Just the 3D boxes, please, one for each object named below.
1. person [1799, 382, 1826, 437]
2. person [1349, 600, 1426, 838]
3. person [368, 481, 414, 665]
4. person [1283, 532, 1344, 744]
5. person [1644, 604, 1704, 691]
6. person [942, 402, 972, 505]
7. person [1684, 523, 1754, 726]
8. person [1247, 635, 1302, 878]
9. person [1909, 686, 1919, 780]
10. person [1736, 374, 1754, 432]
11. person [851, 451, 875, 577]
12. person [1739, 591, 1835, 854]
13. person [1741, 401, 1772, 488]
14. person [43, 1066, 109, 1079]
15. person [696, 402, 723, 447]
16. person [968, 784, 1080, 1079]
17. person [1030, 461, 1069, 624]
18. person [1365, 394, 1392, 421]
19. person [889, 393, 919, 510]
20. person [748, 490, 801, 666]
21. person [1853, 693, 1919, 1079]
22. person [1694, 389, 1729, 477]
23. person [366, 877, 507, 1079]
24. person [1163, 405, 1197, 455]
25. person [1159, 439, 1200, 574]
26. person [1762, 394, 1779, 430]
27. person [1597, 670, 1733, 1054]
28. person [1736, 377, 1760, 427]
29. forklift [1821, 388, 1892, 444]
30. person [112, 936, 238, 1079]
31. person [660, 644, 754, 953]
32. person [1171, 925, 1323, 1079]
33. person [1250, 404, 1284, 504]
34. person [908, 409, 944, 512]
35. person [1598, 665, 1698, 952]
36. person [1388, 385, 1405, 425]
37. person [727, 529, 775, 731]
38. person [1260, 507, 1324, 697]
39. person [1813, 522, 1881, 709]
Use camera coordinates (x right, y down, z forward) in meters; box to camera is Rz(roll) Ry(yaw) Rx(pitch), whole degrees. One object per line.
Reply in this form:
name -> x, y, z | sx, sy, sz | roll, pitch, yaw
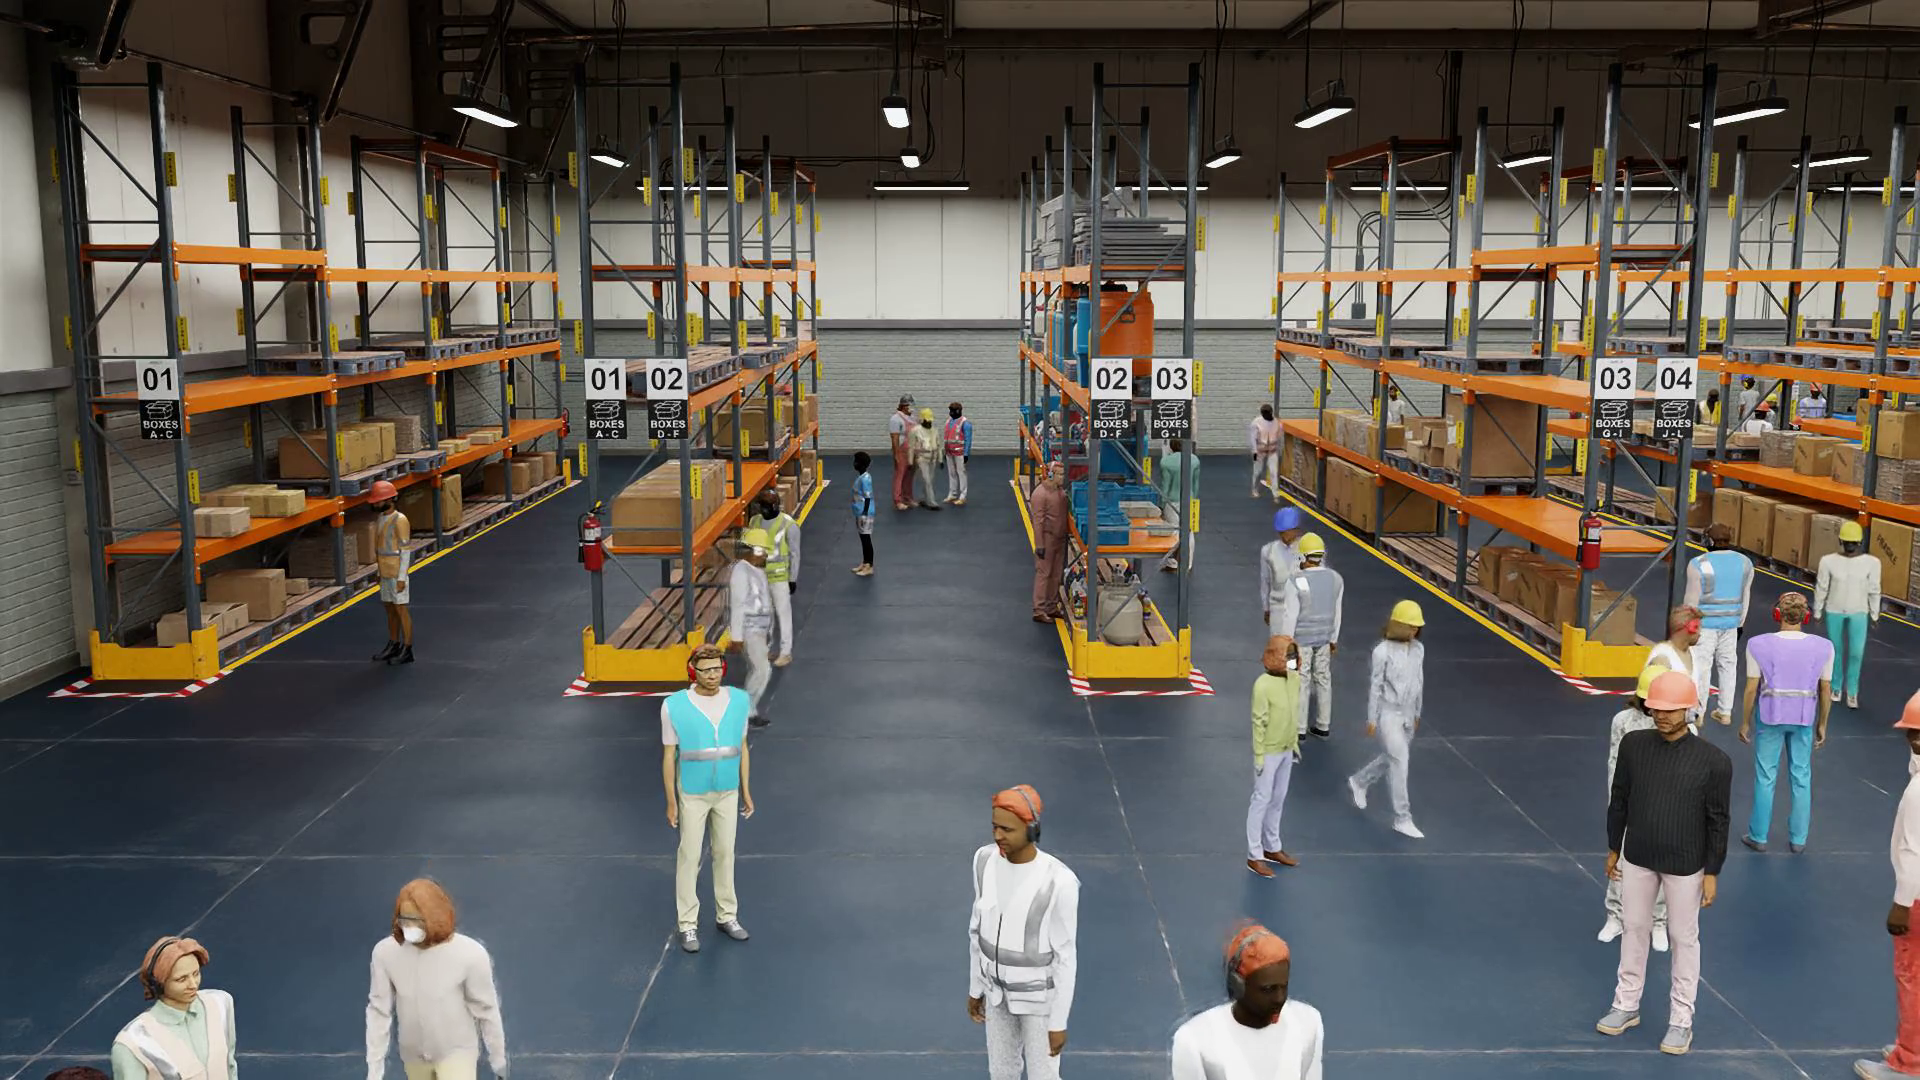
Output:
person -> 17.590, -2.306, 34.304 | 0.547, 1.938, 0.377 | 0, 9, 3
person -> 3.145, 1.252, 12.172 | 0.486, 1.711, 0.777 | -6, 10, -32
person -> -5.936, 0.339, 17.325 | 0.543, 1.928, 0.372 | 9, 12, 44
person -> 3.012, 0.846, 14.369 | 0.602, 1.830, 0.404 | -4, 10, -26
person -> 4.714, 1.333, 11.306 | 0.736, 1.820, 0.661 | -7, 11, -40
person -> -0.073, -1.546, 29.729 | 0.429, 1.842, 0.634 | -7, 11, -39
person -> 6.752, 0.756, 14.925 | 0.626, 1.842, 0.429 | -2, 9, -10
person -> 2.136, 1.434, 11.221 | 0.279, 1.632, 0.502 | 8, 12, 43
person -> 6.015, 1.469, 9.993 | 0.605, 1.949, 0.384 | 0, 9, 1
person -> 17.688, -2.802, 37.465 | 0.391, 1.948, 0.605 | 3, 9, 16
person -> -1.318, -0.356, 22.536 | 0.316, 1.695, 0.542 | -2, 9, -11
person -> 5.736, 1.275, 11.564 | 0.569, 1.845, 0.385 | 2, 9, 11
person -> 13.752, -1.435, 28.714 | 0.375, 1.934, 0.548 | -6, 11, -33
person -> -2.325, 2.333, 4.530 | 0.591, 1.919, 0.392 | 3, 9, 19
person -> -4.772, -2.017, 32.437 | 0.635, 1.959, 0.935 | 7, 11, 39
person -> 0.258, 1.954, 7.096 | 0.573, 1.880, 0.359 | 9, 12, 44
person -> 1.085, 0.021, 19.490 | 0.401, 1.895, 0.655 | 6, 10, 32
person -> 7.749, -1.788, 31.021 | 0.549, 1.928, 0.389 | 1, 9, 3
person -> -0.907, -1.555, 29.144 | 0.535, 2.000, 0.685 | 6, 10, 32
person -> -1.966, 0.388, 17.292 | 0.634, 1.839, 0.429 | 5, 10, 29
person -> 4.775, 1.728, 8.238 | 0.621, 1.981, 0.408 | -7, 11, -39
person -> 15.291, -2.174, 33.904 | 0.633, 1.804, 0.880 | 4, 10, 26
person -> -2.150, 2.148, 6.759 | 0.506, 1.585, 0.822 | 2, 9, 10
person -> 4.333, -2.030, 32.644 | 0.662, 1.906, 0.404 | 2, 9, 15
person -> 2.975, -0.502, 22.701 | 0.627, 1.941, 0.373 | -4, 10, -26
person -> 16.310, -2.088, 33.578 | 0.321, 1.731, 0.490 | 0, 9, -1
person -> 3.660, 1.653, 8.658 | 0.611, 1.995, 0.381 | 9, 12, 44
person -> 17.514, -2.691, 36.999 | 0.520, 1.873, 0.335 | -2, 9, -15
forklift -> 20.072, -3.110, 36.462 | 1.873, 2.768, 1.129 | 0, 9, 0
person -> -2.824, 2.233, 6.067 | 0.306, 1.640, 0.522 | 4, 10, 22
person -> -1.514, 1.519, 9.992 | 0.567, 1.846, 0.389 | -6, 10, -32
person -> 0.967, 2.190, 5.600 | 0.585, 1.865, 0.414 | -3, 9, -17
person -> 5.570, -1.586, 30.174 | 0.616, 1.783, 0.867 | 1, 9, 4
person -> -0.551, -1.380, 28.897 | 0.629, 1.780, 0.747 | -8, 12, -42
person -> 4.105, 1.587, 9.920 | 0.487, 1.733, 0.325 | 5, 10, 31
person -> 8.966, -2.271, 34.365 | 0.342, 1.857, 0.508 | -5, 10, -32
person -> -1.819, 0.802, 14.745 | 0.461, 1.799, 0.645 | 2, 9, 11
person -> 3.149, 0.617, 15.640 | 0.654, 1.910, 0.902 | 4, 10, 22
person -> 8.275, 0.705, 15.547 | 0.553, 1.734, 0.748 | 5, 10, 29
